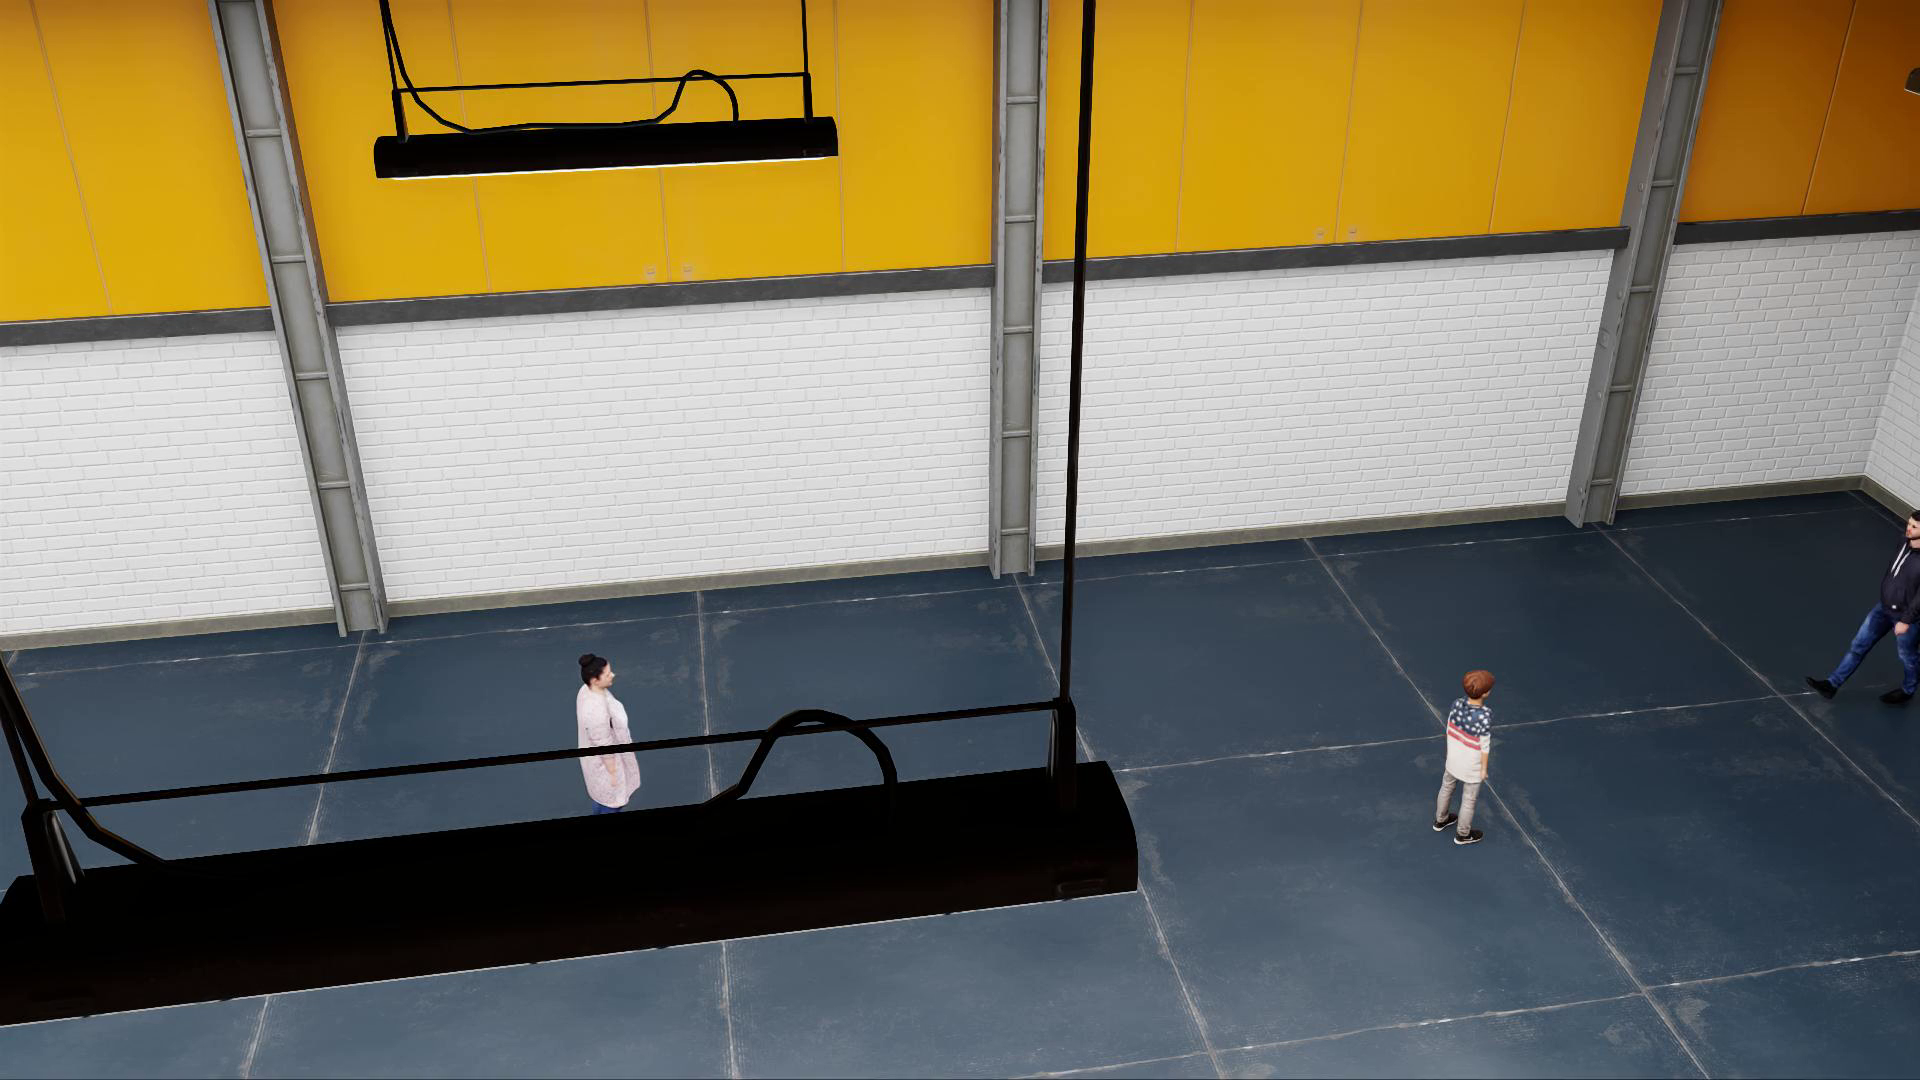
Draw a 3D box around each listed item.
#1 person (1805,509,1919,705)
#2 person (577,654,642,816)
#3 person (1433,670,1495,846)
[{"bbox_3d":[7.770,0.594,13.553,1.163,1.834,0.711,-3,29,-6],"label":"person"},{"bbox_3d":[-2.542,1.553,11.890,0.663,1.743,0.714,-9,30,-16],"label":"person"},{"bbox_3d":[3.712,1.569,12.178,0.599,1.439,0.585,-18,33,-29],"label":"person"}]
